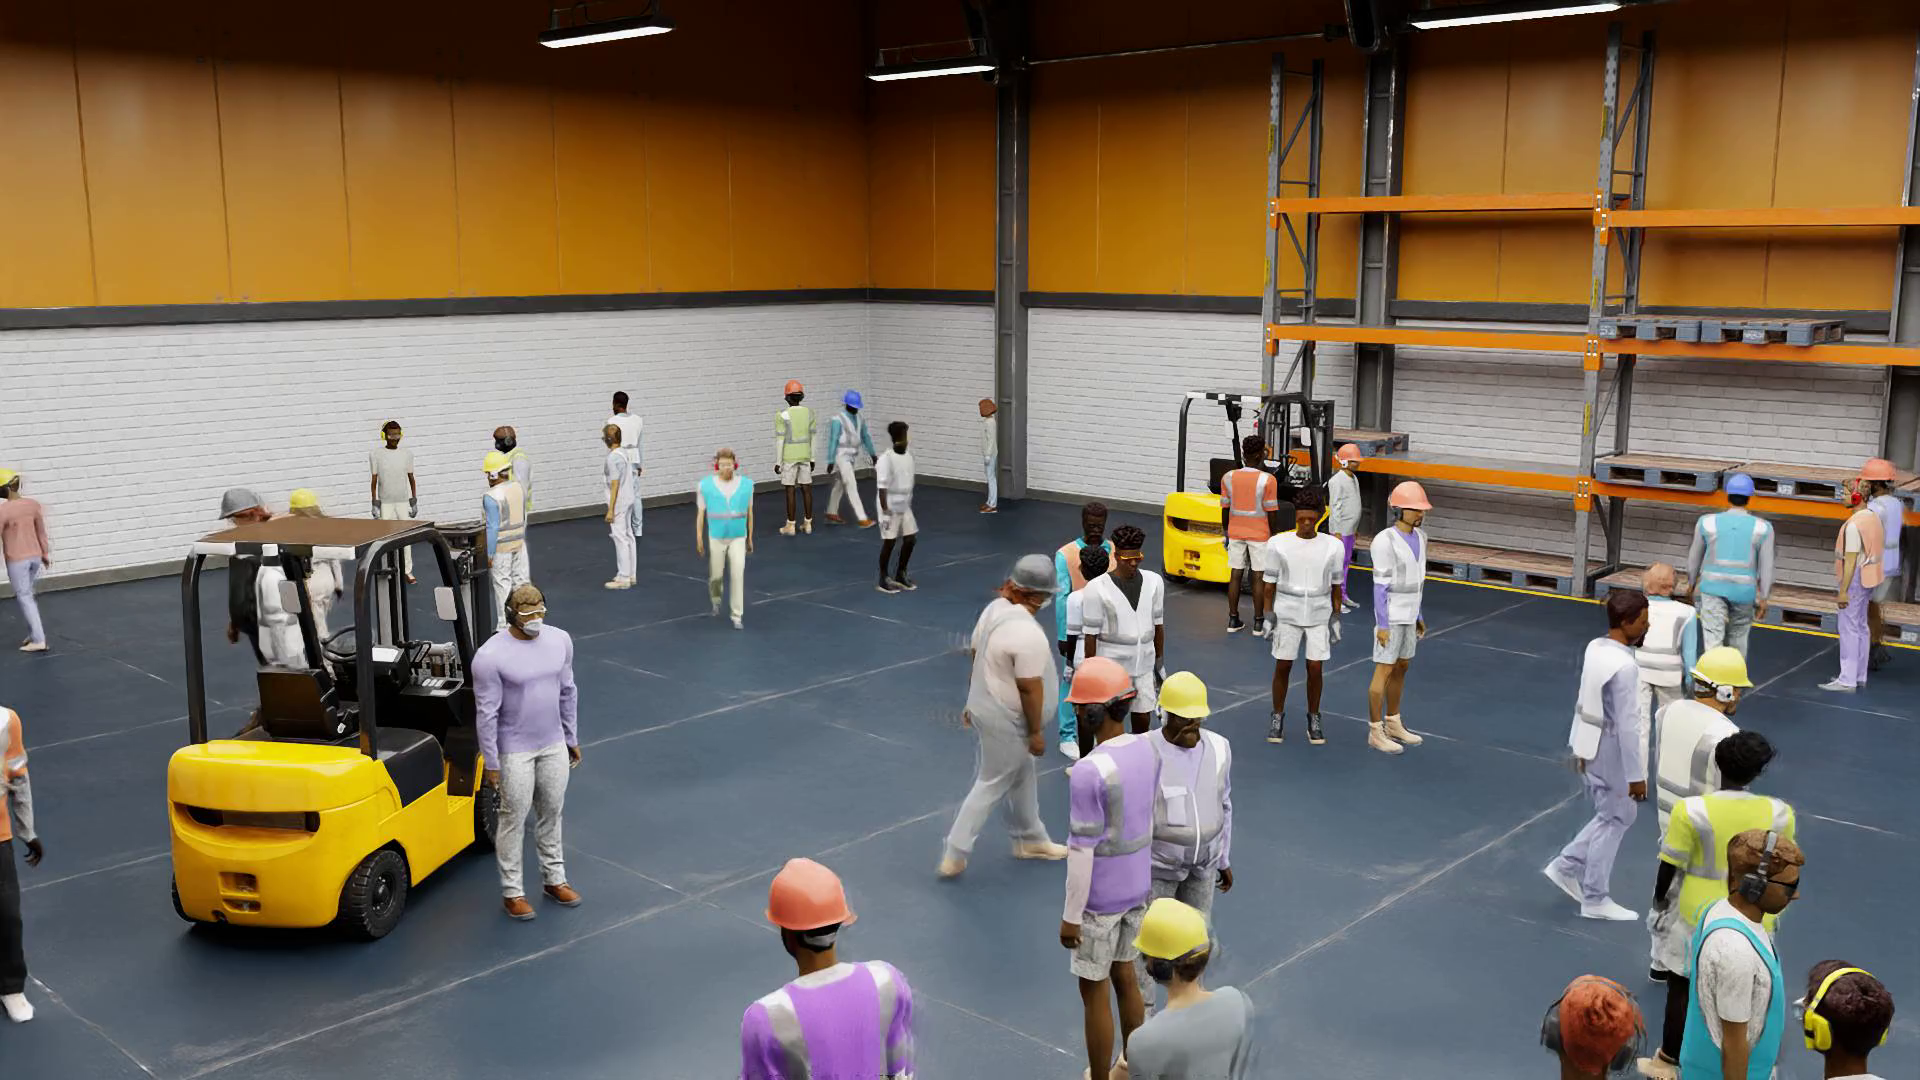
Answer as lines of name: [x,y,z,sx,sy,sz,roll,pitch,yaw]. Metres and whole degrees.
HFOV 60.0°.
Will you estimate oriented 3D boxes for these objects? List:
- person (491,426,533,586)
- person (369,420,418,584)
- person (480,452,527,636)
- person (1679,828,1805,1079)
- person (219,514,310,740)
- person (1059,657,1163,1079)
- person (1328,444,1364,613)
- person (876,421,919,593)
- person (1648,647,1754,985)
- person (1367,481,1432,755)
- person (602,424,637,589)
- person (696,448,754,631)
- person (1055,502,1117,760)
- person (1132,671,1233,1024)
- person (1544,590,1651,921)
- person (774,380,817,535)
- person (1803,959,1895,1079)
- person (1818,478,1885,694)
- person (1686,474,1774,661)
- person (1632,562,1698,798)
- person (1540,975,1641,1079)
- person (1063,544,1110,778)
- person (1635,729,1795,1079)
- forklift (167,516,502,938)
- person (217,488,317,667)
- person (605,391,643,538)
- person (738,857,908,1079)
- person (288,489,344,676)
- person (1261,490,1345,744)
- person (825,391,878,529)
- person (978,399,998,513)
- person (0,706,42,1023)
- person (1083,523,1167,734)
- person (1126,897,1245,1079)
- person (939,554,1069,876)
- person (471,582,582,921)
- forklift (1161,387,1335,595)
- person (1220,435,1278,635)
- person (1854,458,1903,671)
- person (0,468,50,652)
person: [-4.942,-0.349,18.349,0.429,1.828,0.641,-6,12,-33]
person: [-6.334,-0.413,18.626,0.509,1.860,0.334,-6,12,-32]
person: [-4.406,0.059,16.012,0.404,1.828,0.587,3,10,16]
person: [2.640,1.870,5.674,0.345,1.840,0.504,3,11,19]
person: [-4.869,0.758,11.838,0.789,1.899,0.562,-4,11,-20]
person: [0.621,1.507,7.214,0.410,2.030,0.612,7,12,35]
person: [4.022,-0.133,17.318,0.327,1.752,0.563,6,12,32]
person: [-0.714,-0.356,18.091,0.554,1.922,0.621,8,13,40]
person: [3.691,1.424,8.284,0.403,1.818,0.601,-2,10,-12]
person: [3.317,0.571,12.483,0.605,2.045,0.388,-9,14,-43]
person: [-3.785,-0.371,18.431,0.347,1.840,0.505,2,10,10]
person: [-2.348,-0.041,16.630,0.578,1.821,0.748,-3,10,-16]
person: [0.948,0.655,12.378,0.594,1.915,0.379,-7,12,-34]
person: [1.016,1.503,7.788,0.599,1.829,0.404,-4,11,-19]
person: [3.629,1.206,9.278,0.434,1.899,0.594,2,10,11]
person: [-2.175,-1.080,21.889,0.607,2.044,0.376,-7,12,-34]
person: [2.366,2.057,4.558,0.511,1.861,0.322,-2,10,-11]
person: [7.618,0.389,14.124,0.384,1.836,0.565,9,14,43]
person: [6.396,0.398,13.853,0.633,1.898,0.948,4,11,23]
person: [4.822,0.947,11.545,0.531,1.606,0.765,5,11,26]
person: [1.620,2.058,4.515,0.616,1.872,0.432,-3,10,-16]
person: [0.953,0.869,11.798,0.531,1.689,0.322,-8,13,-39]
person: [3.350,1.668,7.302,0.617,1.678,0.464,0,10,2]
forklift: [-3.583,0.976,9.748,1.214,2.155,2.313,2,10,11]
person: [-5.228,0.558,12.566,0.723,2.000,0.591,7,12,33]
person: [-4.360,-0.975,21.649,0.376,1.915,0.600,7,12,35]
person: [-0.424,1.918,5.153,0.571,1.923,0.420,-6,12,-33]
person: [-5.591,0.415,14.265,0.678,1.715,0.504,6,12,31]
person: [2.603,0.582,12.643,0.613,1.962,0.367,1,10,6]
person: [-1.471,-1.093,22.475,0.970,1.871,0.754,5,11,26]
person: [0.399,-1.207,23.774,0.279,1.633,0.498,0,10,-2]
person: [-4.745,1.436,7.950,0.603,1.910,0.396,-10,14,-43]
person: [1.110,0.850,11.176,0.610,1.952,0.387,-4,11,-23]
person: [0.670,1.979,5.396,0.530,1.722,0.895,-7,12,-33]
person: [0.239,1.007,10.009,0.854,2.000,0.701,-2,10,-10]
person: [-2.432,1.176,9.386,0.377,1.930,0.632,9,13,41]
forklift: [3.298,-0.608,18.767,1.214,2.155,2.313,9,13,42]
person: [2.835,-0.052,16.254,0.603,1.966,0.368,7,12,34]
person: [8.101,0.234,14.760,0.583,1.926,0.389,-6,12,-32]
person: [-8.820,0.188,15.532,0.575,1.738,0.537,2,10,13]
